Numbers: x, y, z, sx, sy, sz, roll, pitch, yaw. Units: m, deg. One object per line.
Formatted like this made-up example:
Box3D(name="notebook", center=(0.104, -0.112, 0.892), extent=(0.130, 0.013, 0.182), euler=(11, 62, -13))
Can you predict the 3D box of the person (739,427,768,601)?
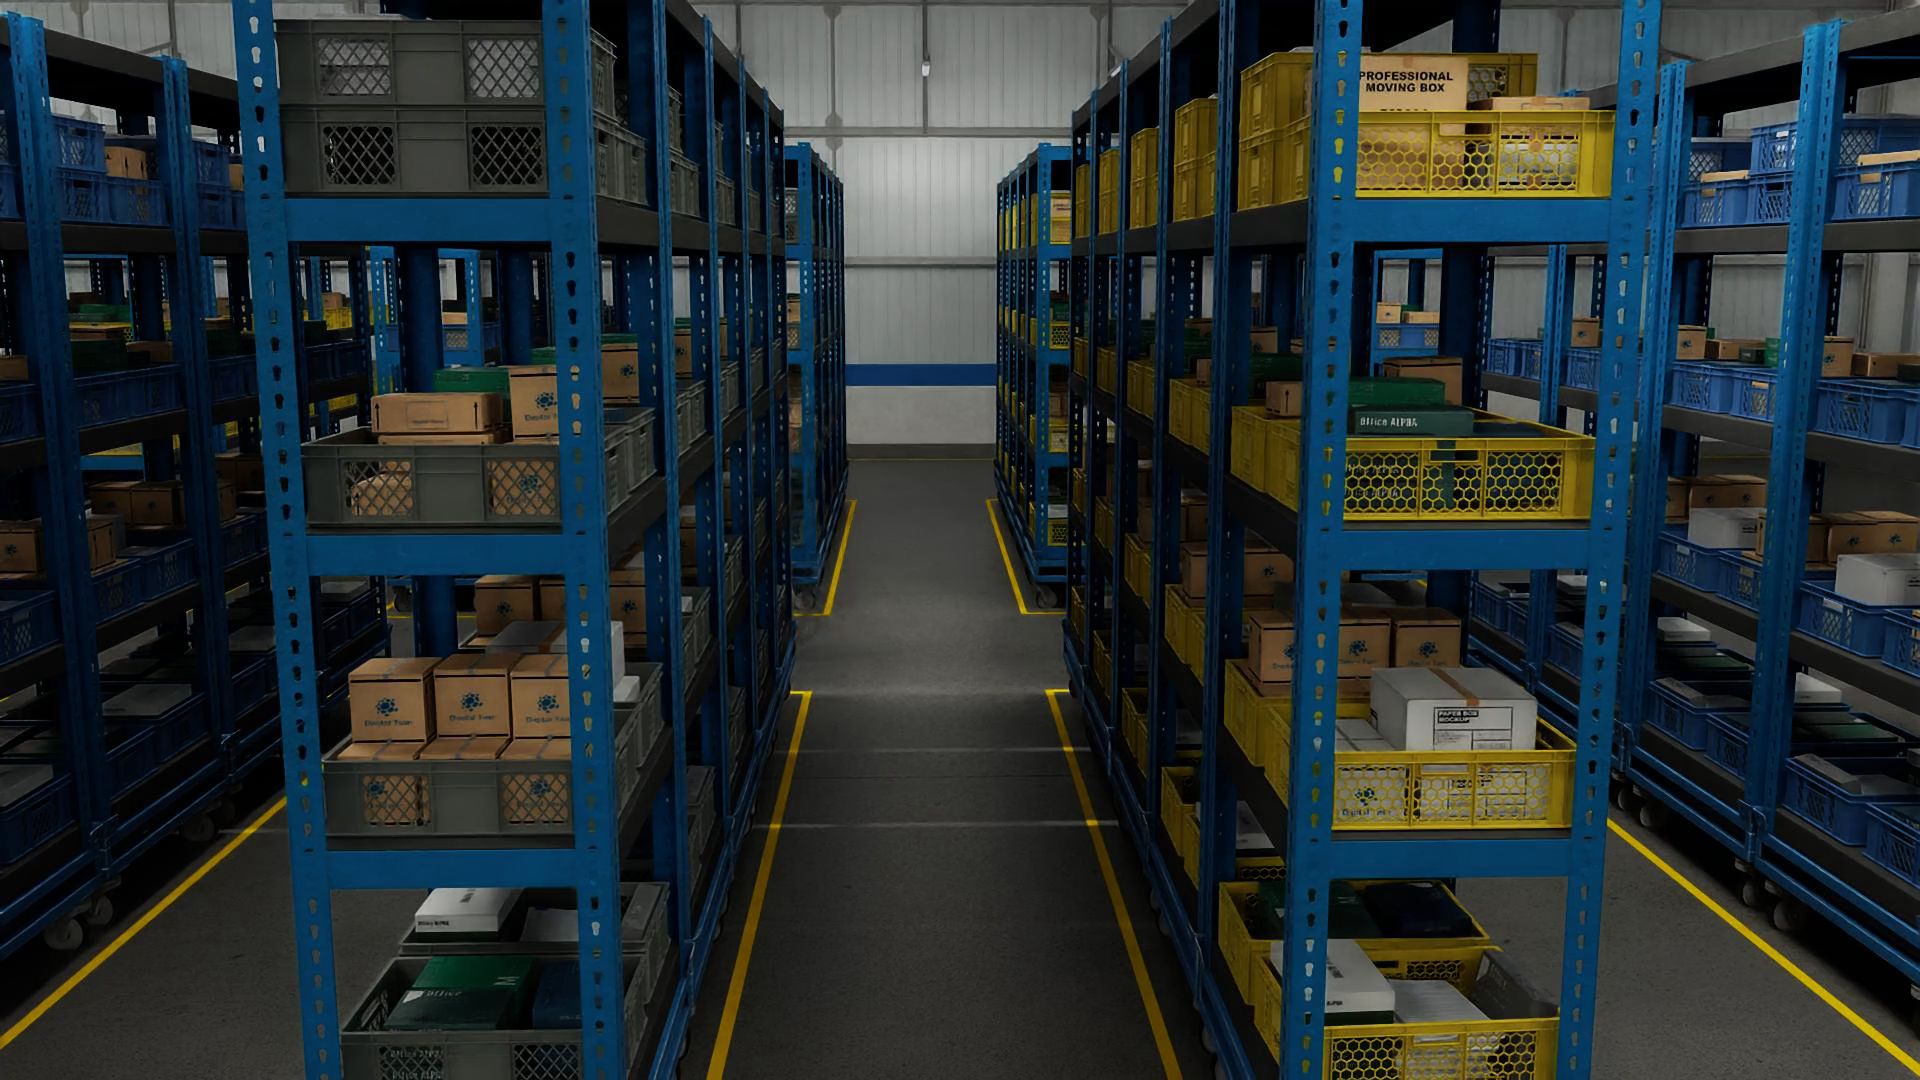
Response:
Box3D(name="person", center=(-1.656, -0.141, 11.300), extent=(0.946, 1.953, 0.645), euler=(0, 9, 0))
